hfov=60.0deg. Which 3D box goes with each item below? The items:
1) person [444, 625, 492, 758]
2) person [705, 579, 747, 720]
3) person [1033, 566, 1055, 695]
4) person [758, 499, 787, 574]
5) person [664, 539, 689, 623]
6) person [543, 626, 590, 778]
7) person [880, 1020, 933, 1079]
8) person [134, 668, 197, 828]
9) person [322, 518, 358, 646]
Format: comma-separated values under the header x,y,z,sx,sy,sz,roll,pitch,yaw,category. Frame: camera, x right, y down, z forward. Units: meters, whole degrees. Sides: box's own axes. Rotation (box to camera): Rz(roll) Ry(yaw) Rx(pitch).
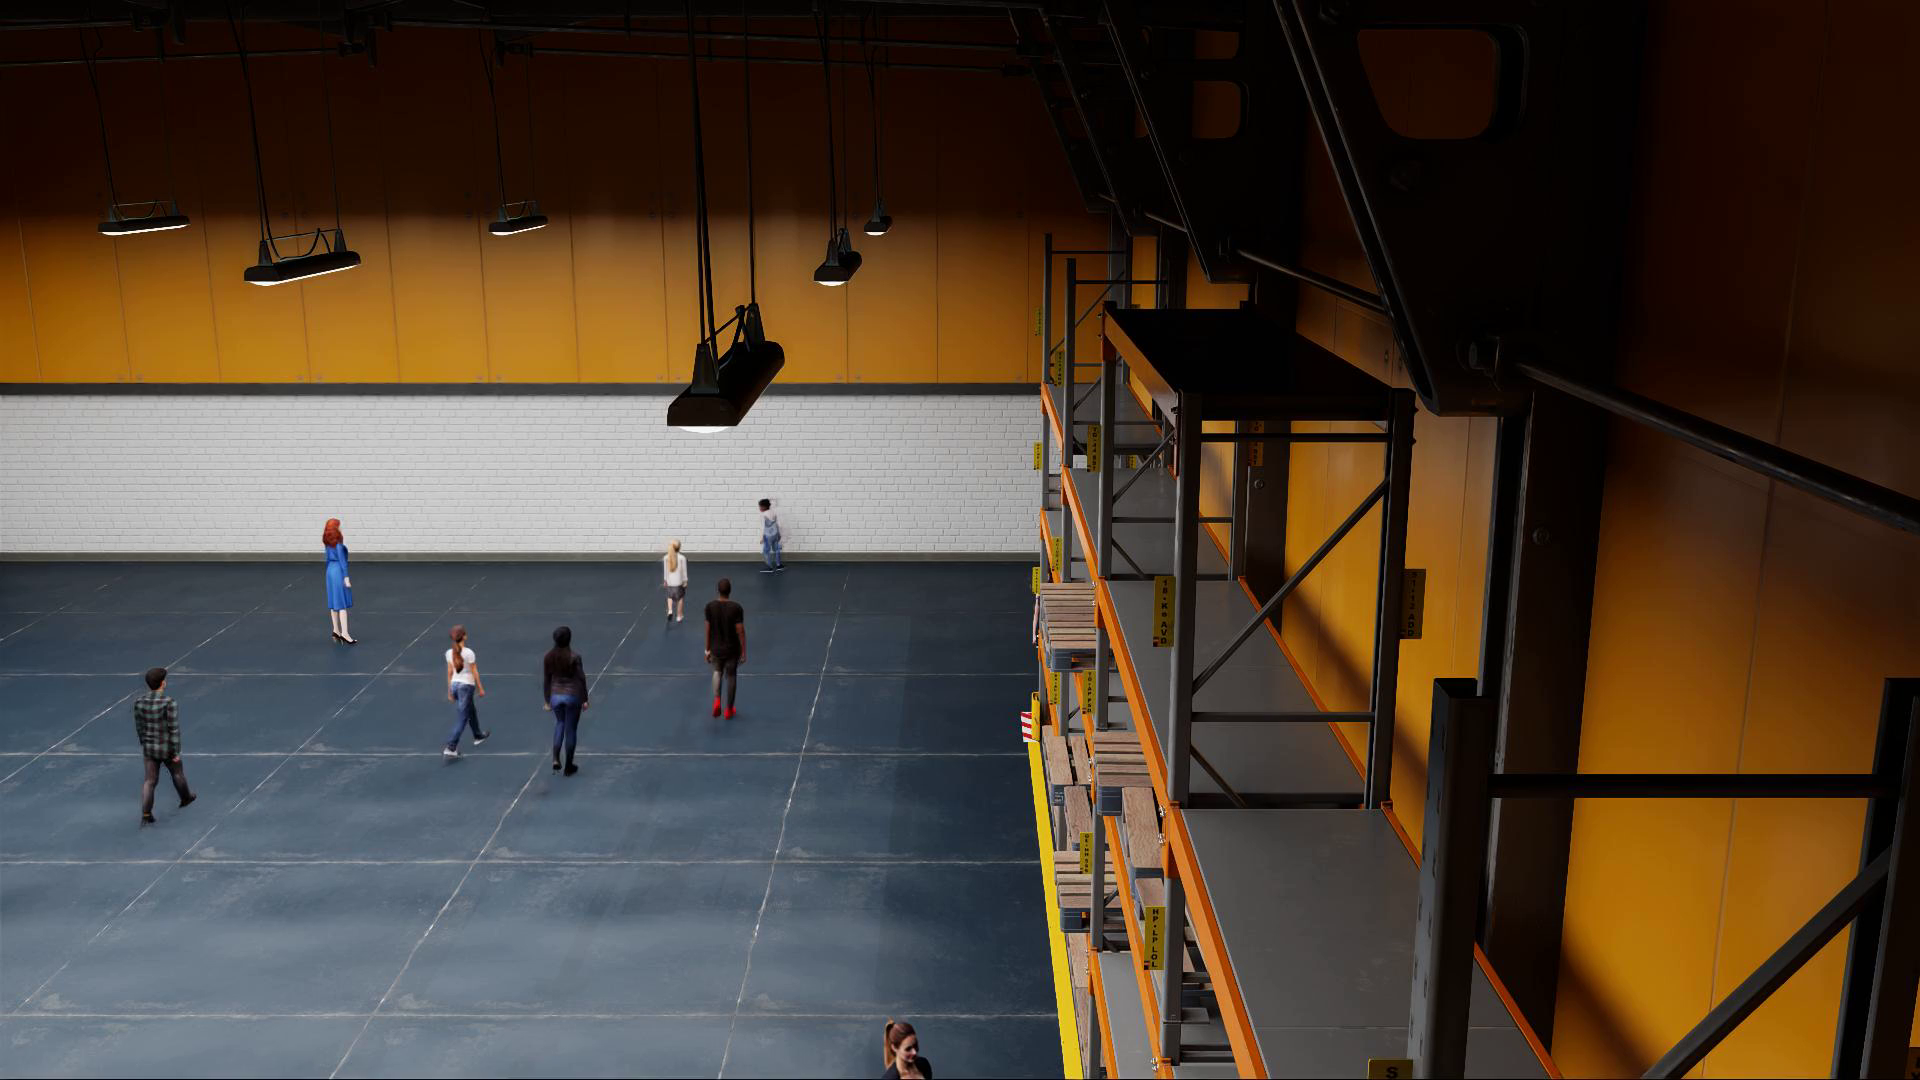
x,y,z,sx,sy,sz,roll,pitch,yaw,category
-5.824,1.782,19.379,0.846,1.527,1.152,6,15,24,person
-2.924,1.375,20.498,0.684,1.793,0.809,1,14,4,person
1.167,1.174,21.435,0.677,1.742,0.702,9,16,33,person
-3.125,-0.088,27.709,0.665,1.242,0.760,-11,17,-37,person
-4.252,0.619,24.741,0.536,1.265,0.662,1,14,5,person
-4.465,1.840,18.694,0.693,1.737,0.731,3,14,11,person
-0.365,3.829,10.590,0.789,1.685,0.719,12,18,41,person
-8.535,2.222,17.615,0.704,1.672,1.094,1,14,2,person
-8.860,0.586,23.680,0.715,1.828,0.765,12,18,40,person
